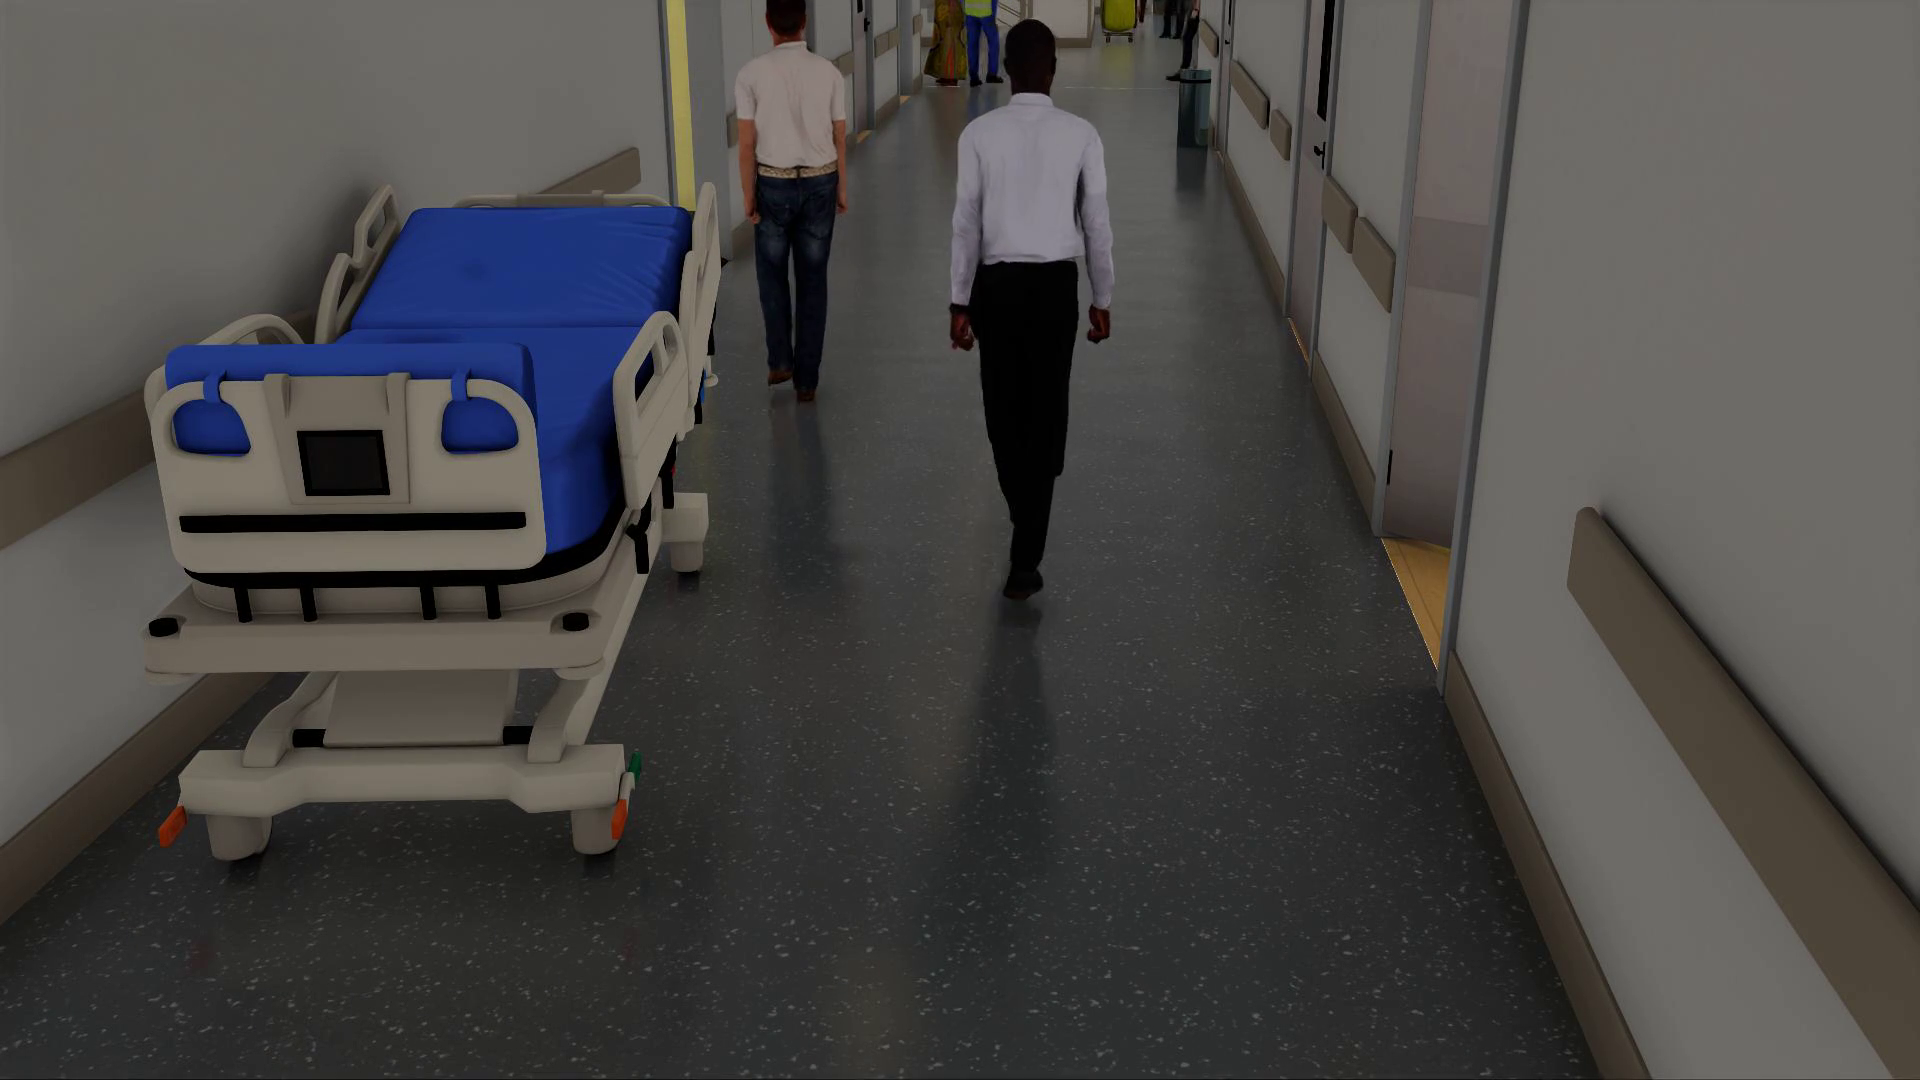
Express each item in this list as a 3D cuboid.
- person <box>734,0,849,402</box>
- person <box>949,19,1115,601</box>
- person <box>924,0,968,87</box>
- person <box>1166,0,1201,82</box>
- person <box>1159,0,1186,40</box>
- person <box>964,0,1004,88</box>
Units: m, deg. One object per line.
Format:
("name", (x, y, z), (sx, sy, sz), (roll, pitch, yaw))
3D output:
("person", (-0.728, -1.517, 7.468), (0.647, 1.838, 0.789), (-4, 21, -9))
("person", (0.212, -0.683, 5.349), (1.209, 1.780, 0.762), (3, 21, 7))
("person", (-0.146, -6.786, 21.634), (0.919, 1.658, 0.954), (-5, 21, -12))
("person", (3.201, -6.756, 21.266), (0.976, 1.862, 0.898), (-4, 21, -10))
("person", (3.847, -9.692, 29.126), (0.851, 1.786, 0.912), (12, 24, 29))
("person", (0.223, -6.725, 21.288), (0.835, 1.790, 0.851), (8, 22, 20))
